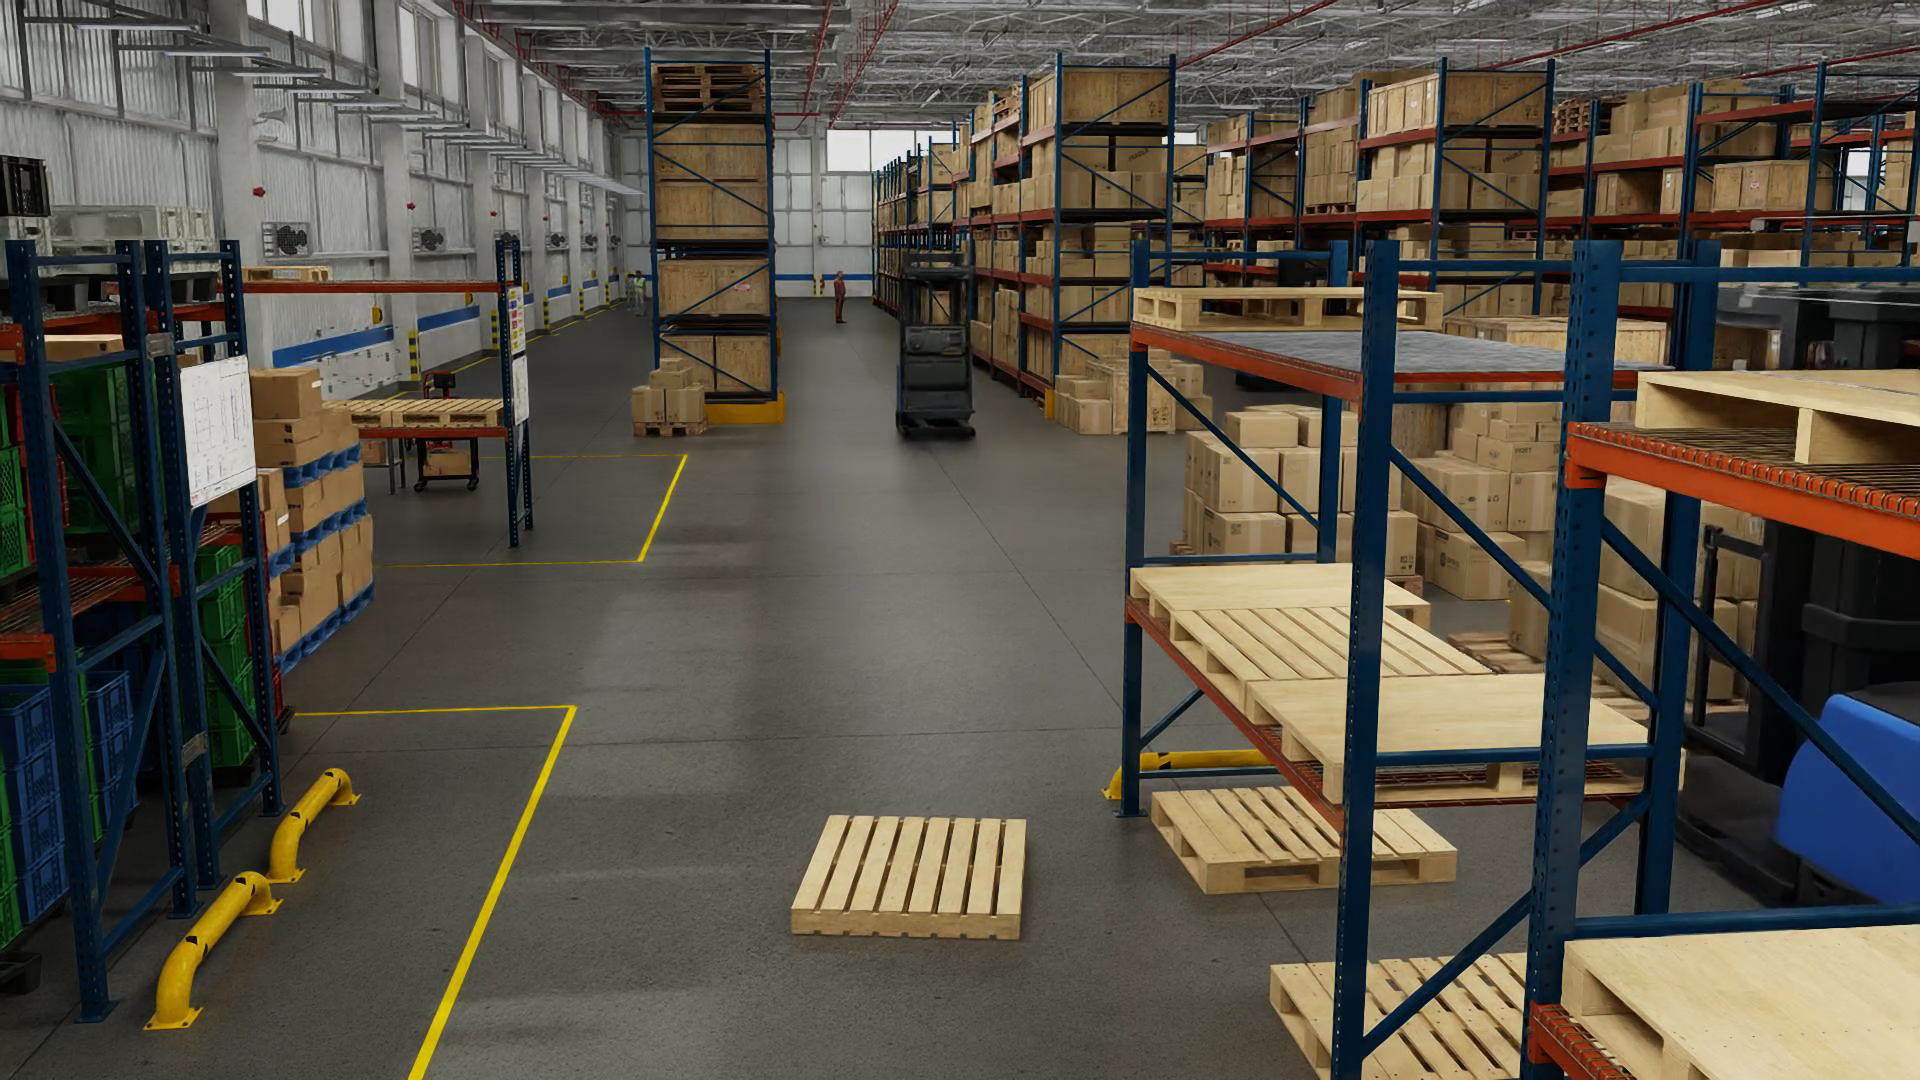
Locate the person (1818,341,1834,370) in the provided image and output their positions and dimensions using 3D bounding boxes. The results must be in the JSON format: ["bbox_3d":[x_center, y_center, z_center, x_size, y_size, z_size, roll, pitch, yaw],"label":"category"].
[{"bbox_3d":[12.762,-2.307,24.414,0.385,1.910,0.592,6,12,31],"label":"person"}]

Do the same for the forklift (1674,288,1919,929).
[{"bbox_3d":[4.236,0.294,7.306,1.129,2.768,1.873,-1,10,-7],"label":"forklift"}]

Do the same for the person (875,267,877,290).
[{"bbox_3d":[-4.024,-12.691,82.420,0.370,1.730,0.576,-2,10,-9],"label":"person"}]

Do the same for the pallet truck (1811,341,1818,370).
[{"bbox_3d":[15.846,-3.142,28.793,1.885,1.965,0.823,2,10,12],"label":"pallet truck"}]

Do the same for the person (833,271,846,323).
[{"bbox_3d":[-4.386,-8.901,60.940,0.407,1.913,0.641,3,11,15],"label":"person"}]

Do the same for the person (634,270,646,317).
[{"bbox_3d":[-12.721,-9.804,66.133,0.569,1.840,0.374,7,12,32],"label":"person"}]

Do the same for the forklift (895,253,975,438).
[{"bbox_3d":[-0.423,-3.081,26.008,1.129,2.768,1.873,-1,10,-6],"label":"forklift"}]

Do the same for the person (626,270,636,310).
[{"bbox_3d":[-14.225,-10.802,71.970,0.479,1.733,0.339,-8,13,-37],"label":"person"}]

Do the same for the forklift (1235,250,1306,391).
[{"bbox_3d":[6.638,-4.454,33.610,1.873,2.768,1.129,-1,10,-6],"label":"forklift"}]
